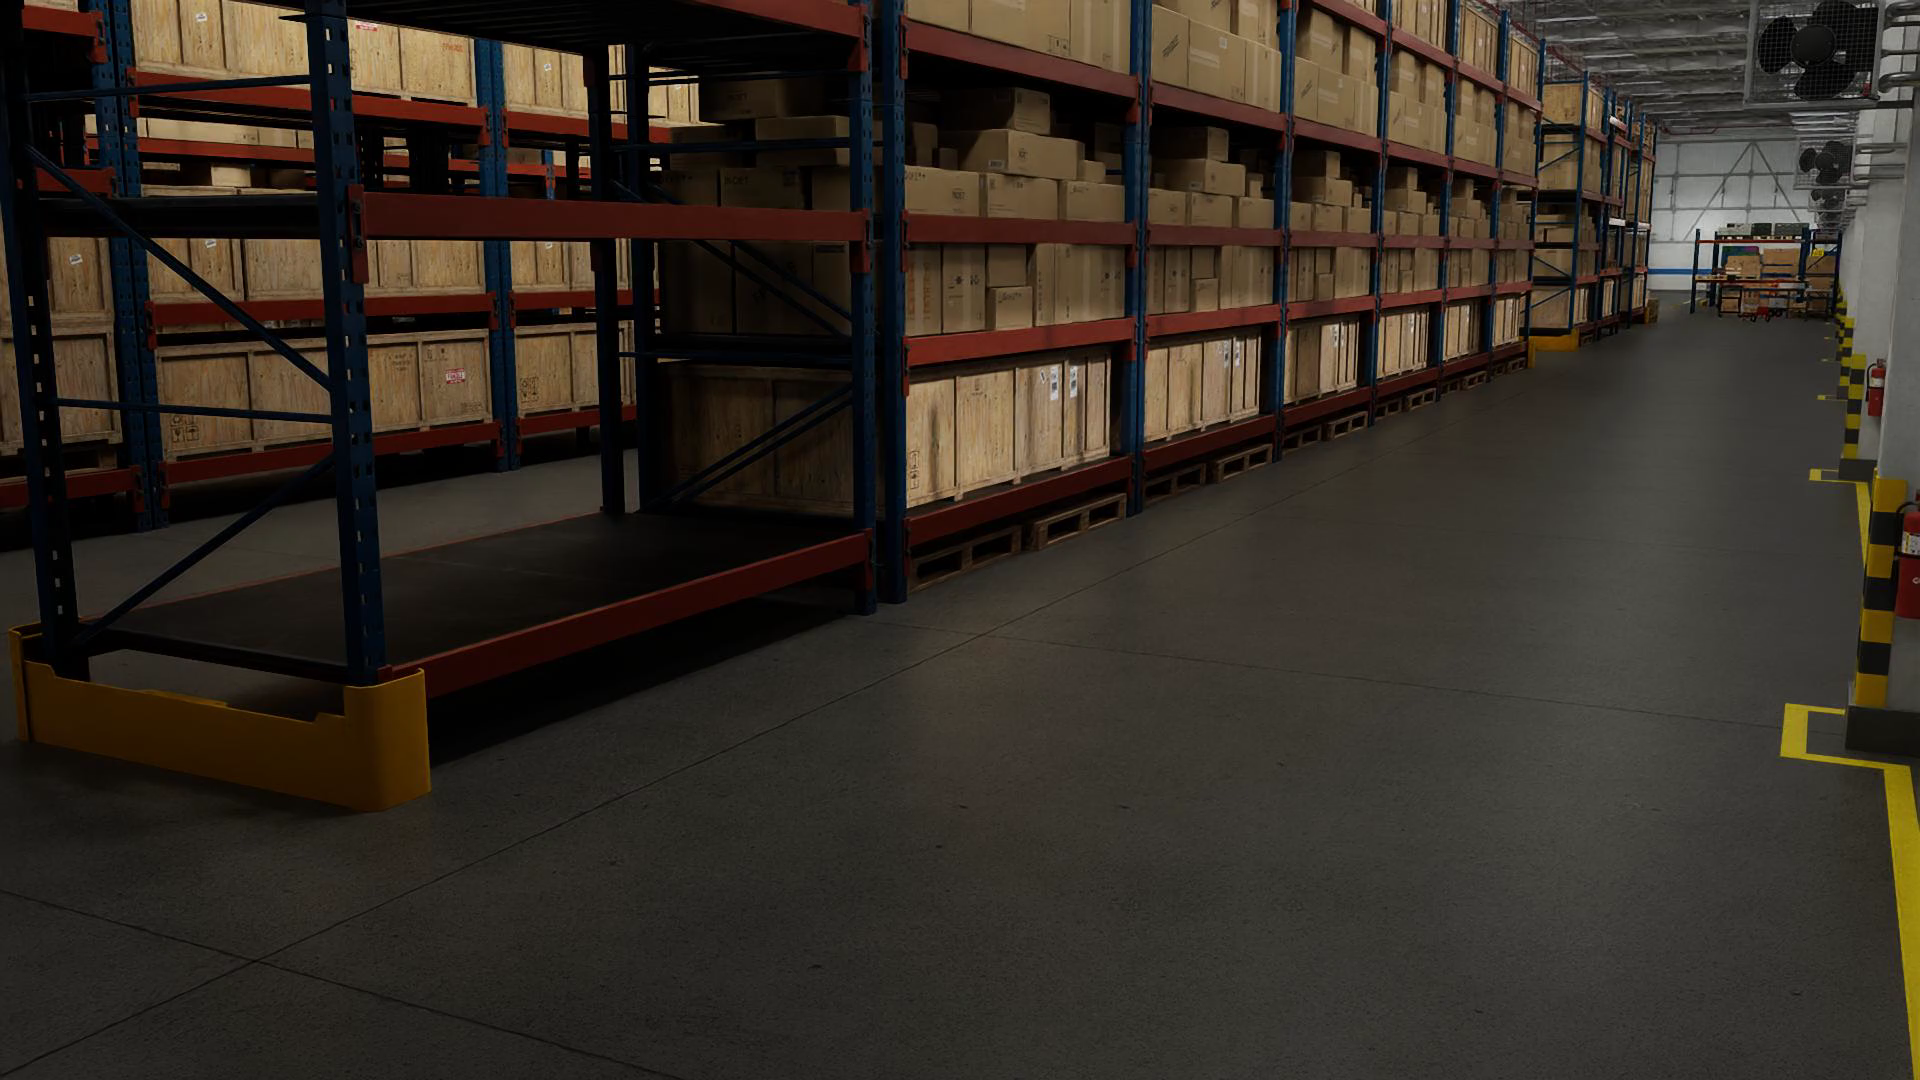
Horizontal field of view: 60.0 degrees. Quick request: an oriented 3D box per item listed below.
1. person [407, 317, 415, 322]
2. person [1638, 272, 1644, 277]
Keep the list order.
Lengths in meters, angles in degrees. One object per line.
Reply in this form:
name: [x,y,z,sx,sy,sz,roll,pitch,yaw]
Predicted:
person: [-9.367,-3.773,29.023,0.574,1.896,0.930,3,10,17]
person: [36.374,-13.961,88.793,0.509,1.629,0.314,3,10,16]
